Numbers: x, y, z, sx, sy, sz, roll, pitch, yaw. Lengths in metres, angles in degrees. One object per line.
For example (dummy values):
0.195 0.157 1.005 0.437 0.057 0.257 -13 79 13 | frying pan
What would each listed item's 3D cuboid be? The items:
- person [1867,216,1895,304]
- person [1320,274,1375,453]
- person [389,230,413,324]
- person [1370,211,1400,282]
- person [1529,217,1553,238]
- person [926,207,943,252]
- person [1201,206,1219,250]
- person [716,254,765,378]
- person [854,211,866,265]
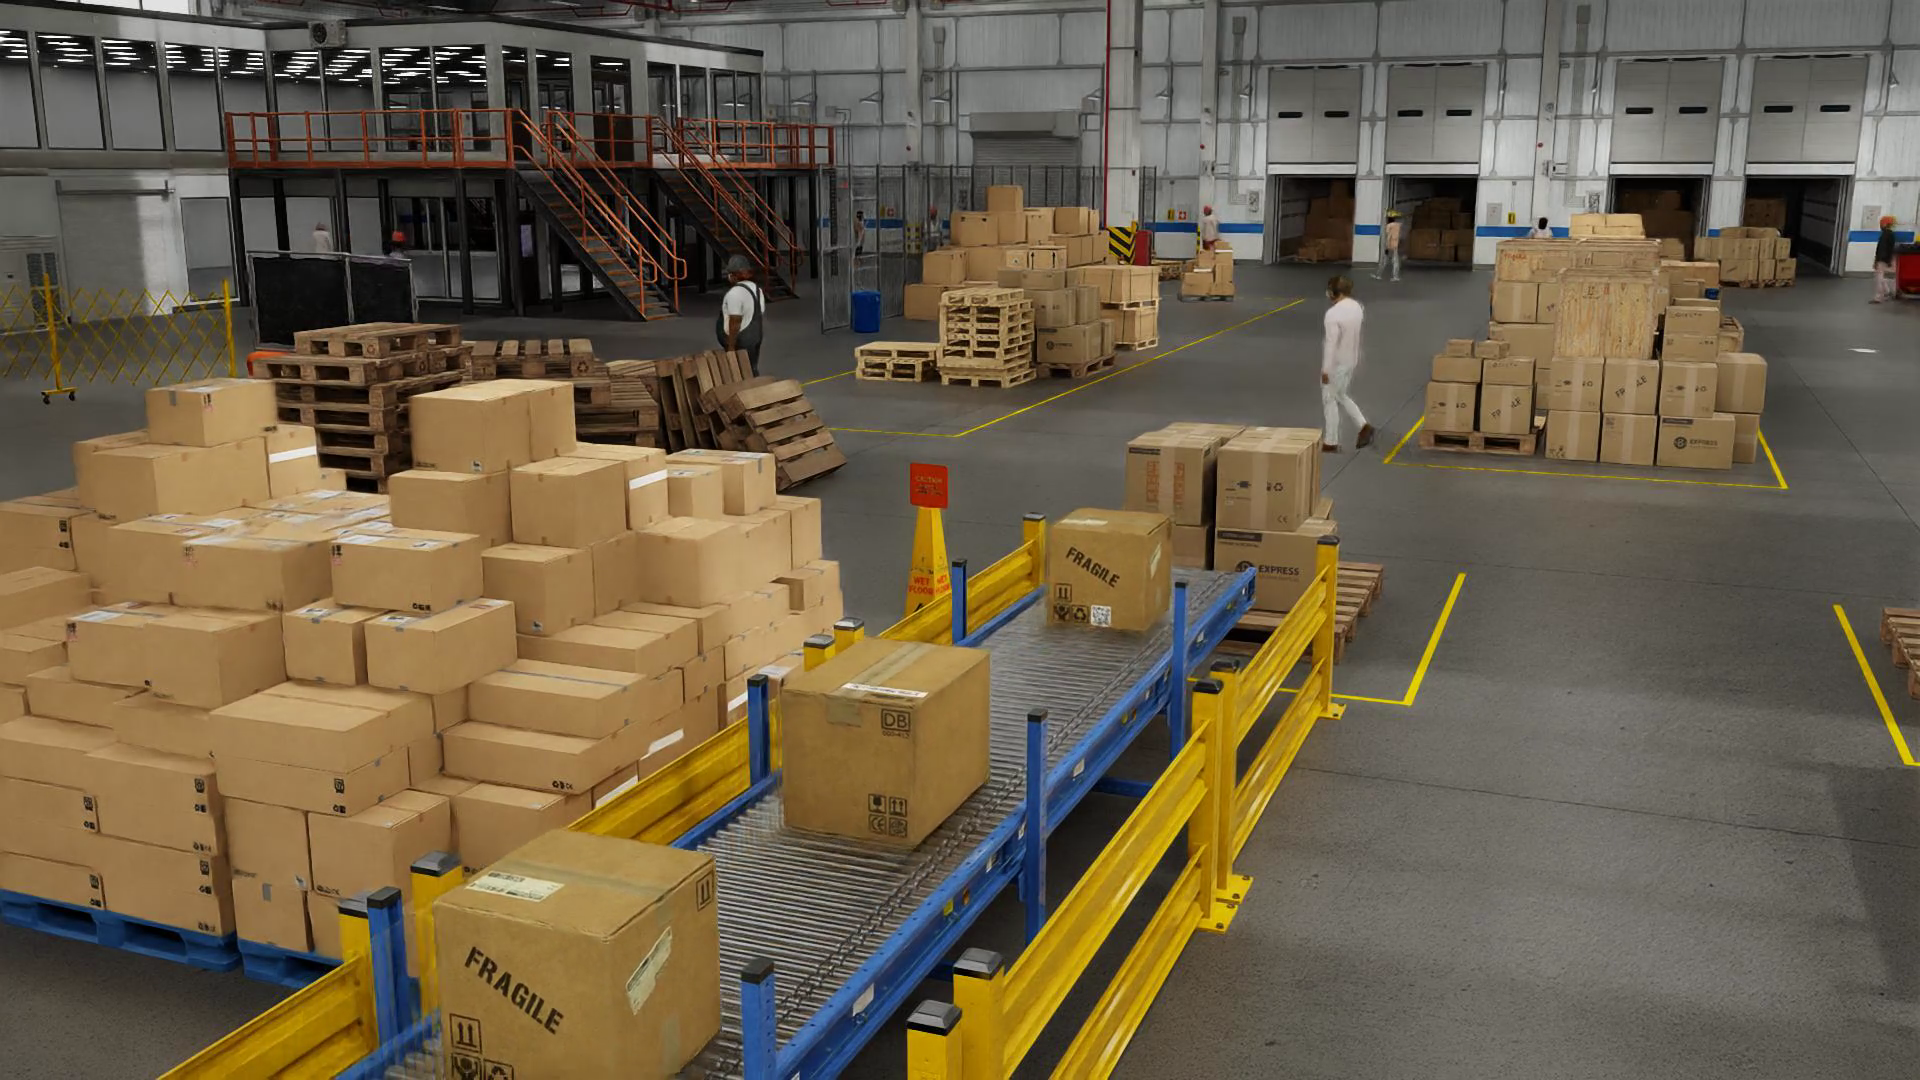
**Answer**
20.746 -6.288 37.416 0.643 1.980 0.430 -11 16 -40 | person
4.093 -1.856 17.683 0.566 1.919 0.643 12 17 43 | person
-9.410 -4.138 27.726 0.856 2.018 0.608 -6 14 -25 | person
11.656 -7.994 45.276 0.617 1.878 0.945 -9 16 -36 | person
14.707 -7.236 42.029 0.648 1.820 0.542 -3 13 -13 | person
-0.744 -8.822 48.933 0.579 1.912 0.750 -2 13 -11 | person
7.483 -9.034 49.876 0.638 1.923 1.077 -3 13 -13 | person
-2.611 -2.351 19.632 0.537 2.000 0.689 5 13 20 | person
-3.200 -9.682 53.292 0.316 1.695 0.541 5 13 21 | person
